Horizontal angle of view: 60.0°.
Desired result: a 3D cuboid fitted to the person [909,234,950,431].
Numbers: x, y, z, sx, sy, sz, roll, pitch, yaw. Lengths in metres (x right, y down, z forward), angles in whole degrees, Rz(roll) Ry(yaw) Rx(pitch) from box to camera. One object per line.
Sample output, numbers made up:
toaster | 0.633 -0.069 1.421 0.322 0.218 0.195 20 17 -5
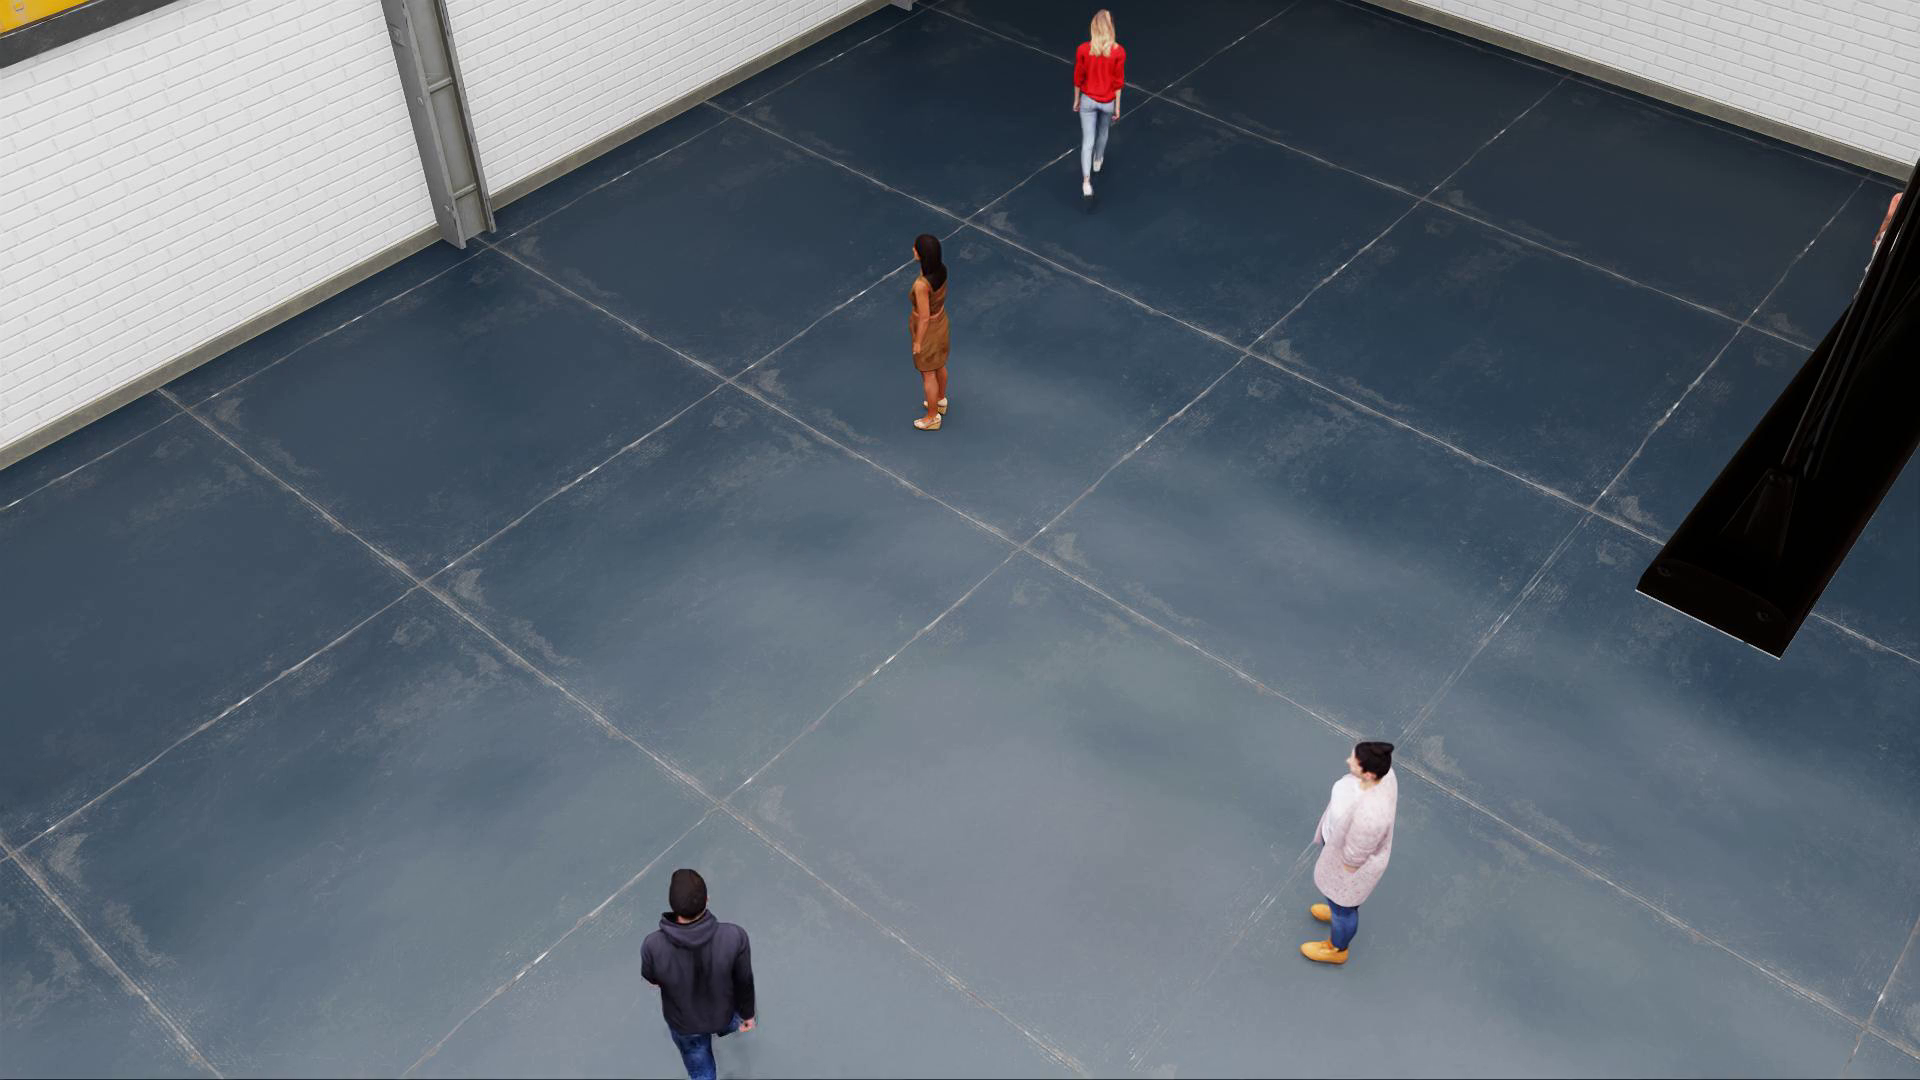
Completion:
person | -0.228 -1.550 12.403 0.699 1.689 0.569 12 45 12

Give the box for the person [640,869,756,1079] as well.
person | -1.258 2.392 8.162 1.214 1.831 1.172 -10 45 -11

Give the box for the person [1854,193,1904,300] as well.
person | 7.685 -2.457 13.630 0.484 1.310 0.478 28 50 26

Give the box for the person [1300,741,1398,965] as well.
person | 2.150 1.663 8.991 0.834 1.743 0.709 12 45 12

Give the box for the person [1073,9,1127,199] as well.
person | 1.216 -3.854 14.836 1.021 1.670 1.201 4 44 4
